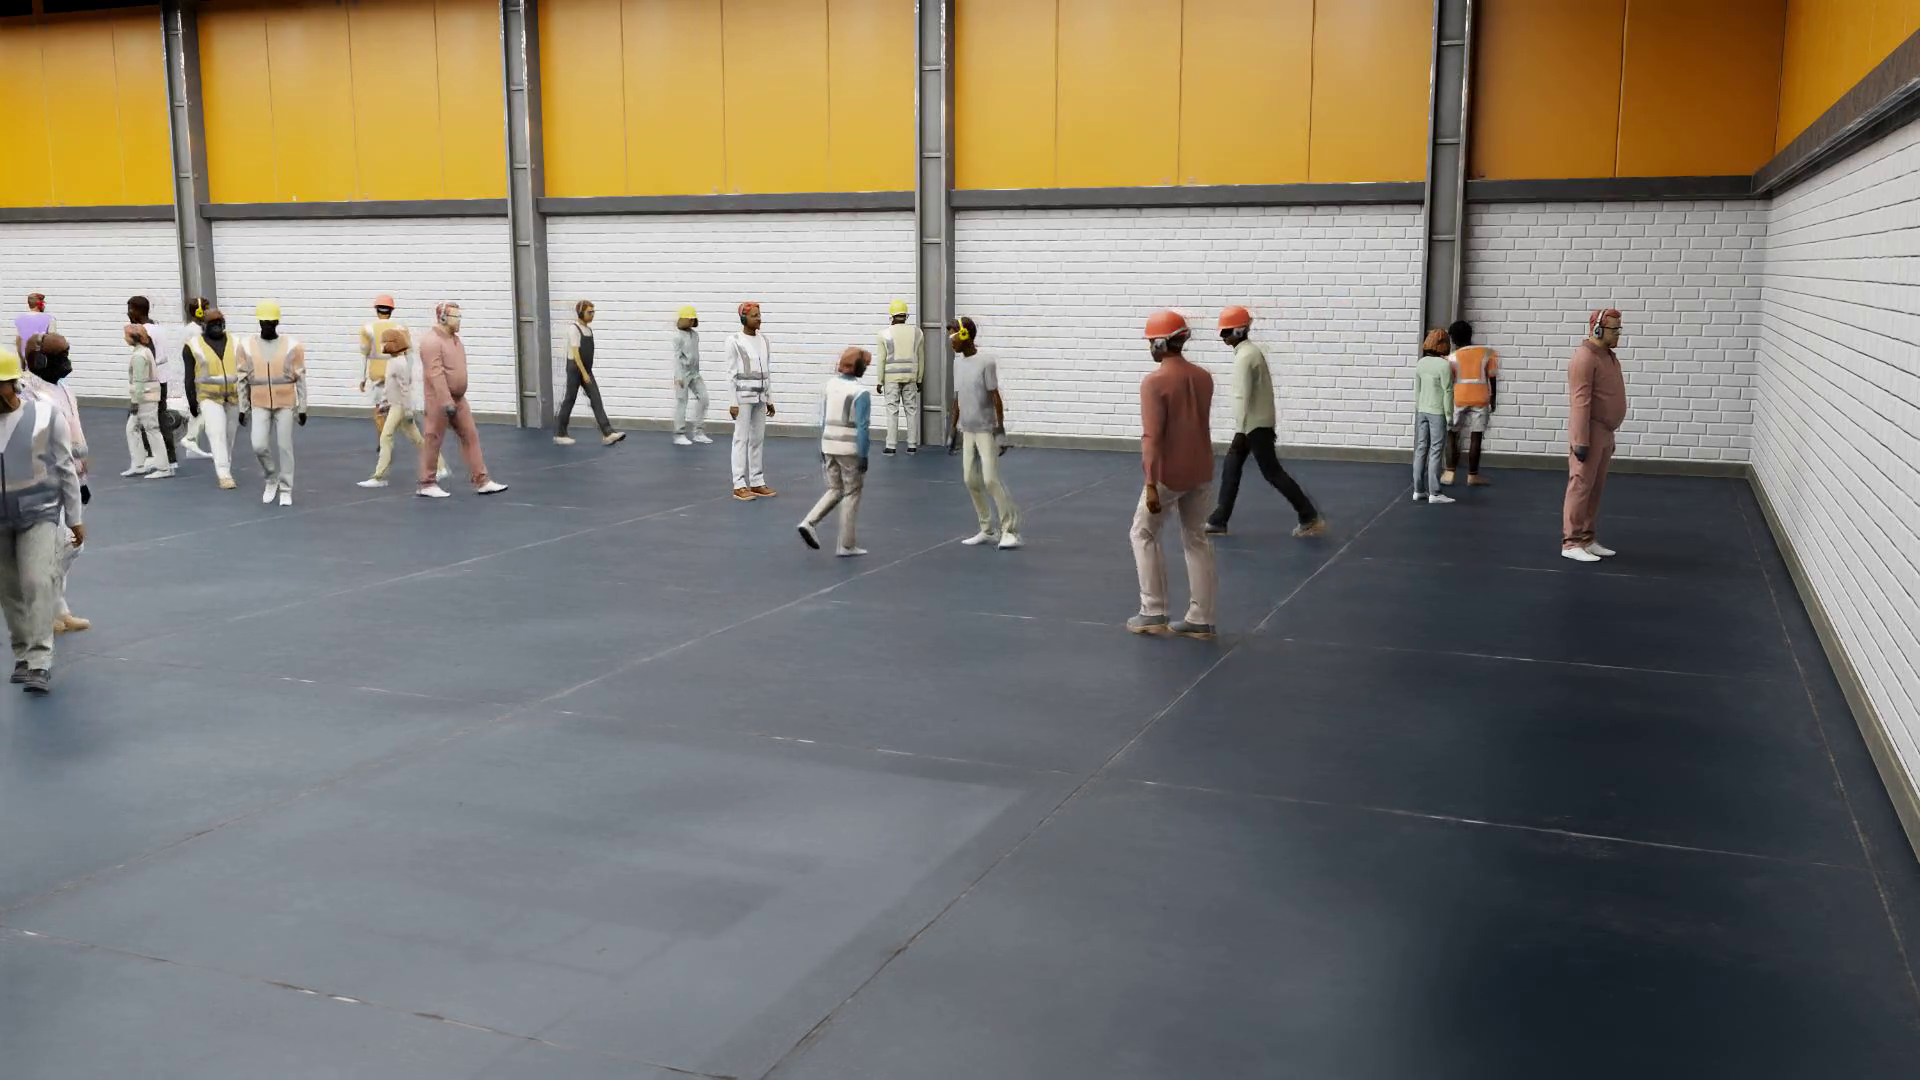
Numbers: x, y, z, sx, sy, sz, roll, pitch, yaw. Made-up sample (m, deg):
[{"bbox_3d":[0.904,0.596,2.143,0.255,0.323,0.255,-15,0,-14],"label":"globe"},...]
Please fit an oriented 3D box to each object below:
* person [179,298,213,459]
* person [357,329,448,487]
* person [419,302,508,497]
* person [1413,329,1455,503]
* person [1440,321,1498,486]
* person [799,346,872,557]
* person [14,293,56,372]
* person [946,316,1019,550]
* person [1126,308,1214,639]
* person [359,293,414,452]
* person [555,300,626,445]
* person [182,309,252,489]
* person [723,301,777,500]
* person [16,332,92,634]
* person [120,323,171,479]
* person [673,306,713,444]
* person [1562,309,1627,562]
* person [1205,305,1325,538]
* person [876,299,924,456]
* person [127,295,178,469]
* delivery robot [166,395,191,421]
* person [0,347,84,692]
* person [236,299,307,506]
[{"bbox_3d":[-8.749,-1.847,19.097,0.445,1.851,0.579,-6,11,-34],"label":"person"},{"bbox_3d":[-5.637,-1.337,16.809,0.884,1.589,0.497,-4,10,-23],"label":"person"},{"bbox_3d":[-4.798,-1.320,15.877,0.895,1.870,0.643,2,10,14],"label":"person"},{"bbox_3d":[4.462,-1.164,15.629,0.284,1.633,0.500,-4,10,-22],"label":"person"},{"bbox_3d":[5.075,-1.355,16.686,0.614,1.673,0.360,2,9,9],"label":"person"},{"bbox_3d":[-0.925,-0.657,12.588,0.535,1.618,0.543,-8,13,-42],"label":"person"},{"bbox_3d":[-12.777,-2.496,23.063,0.565,1.841,0.384,0,9,1],"label":"person"},{"bbox_3d":[0.156,-0.840,13.119,0.396,1.816,0.635,-8,12,-40],"label":"person"},{"bbox_3d":[1.251,-0.389,9.926,0.657,1.967,0.648,-7,12,-37],"label":"person"},{"bbox_3d":[-6.751,-1.948,19.573,0.622,1.902,0.615,-4,10,-24],"label":"person"},{"bbox_3d":[-4.619,-2.045,20.505,0.989,1.786,0.524,4,10,23],"label":"person"},{"bbox_3d":[-7.486,-1.436,16.835,0.624,1.795,0.975,-8,12,-40],"label":"person"},{"bbox_3d":[-1.992,-1.326,15.854,0.356,1.885,0.574,7,11,35],"label":"person"},{"bbox_3d":[-5.467,-0.333,10.001,0.436,1.826,0.640,-2,10,-11],"label":"person"},{"bbox_3d":[-8.562,-1.432,17.287,0.626,1.617,0.550,-4,10,-21],"label":"person"},{"bbox_3d":[-3.315,-2.032,20.607,0.602,1.722,0.502,5,11,30],"label":"person"},{"bbox_3d":[4.803,-0.787,12.551,0.401,1.902,0.644,7,12,37],"label":"person"},{"bbox_3d":[2.464,-0.945,13.494,1.062,1.921,0.622,2,10,11],"label":"person"},{"bbox_3d":[-0.708,-1.894,19.437,0.590,1.837,0.403,-4,10,-22],"label":"person"},{"bbox_3d":[-8.853,-1.704,18.112,0.545,1.899,0.590,-2,10,-14],"label":"person"},{"bbox_3d":[-10.403,-1.829,22.635,0.707,0.478,0.477,1,9,9],"label":"delivery robot"},{"bbox_3d":[-4.945,-0.093,8.629,0.631,1.797,0.826,-3,10,-16],"label":"person"},{"bbox_3d":[-6.340,-1.254,15.332,0.622,1.909,0.427,-3,10,-15],"label":"person"}]
